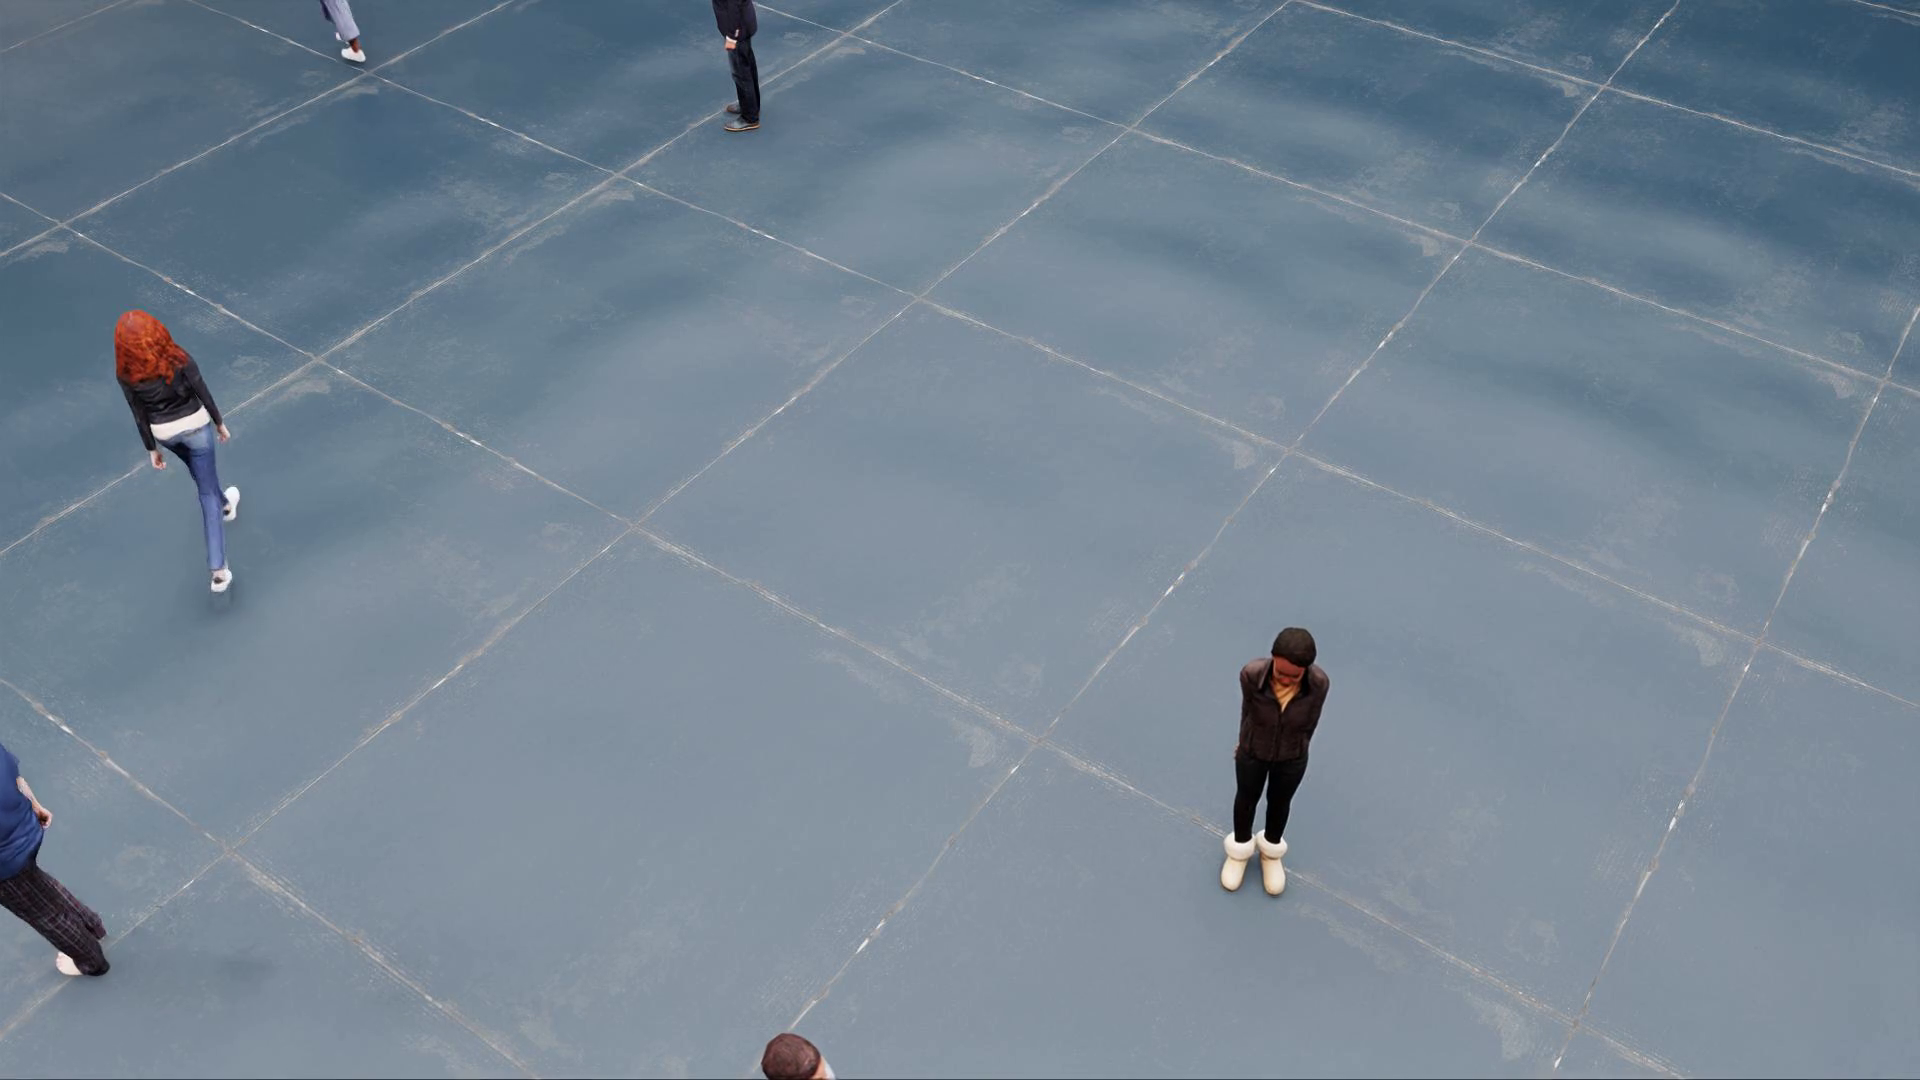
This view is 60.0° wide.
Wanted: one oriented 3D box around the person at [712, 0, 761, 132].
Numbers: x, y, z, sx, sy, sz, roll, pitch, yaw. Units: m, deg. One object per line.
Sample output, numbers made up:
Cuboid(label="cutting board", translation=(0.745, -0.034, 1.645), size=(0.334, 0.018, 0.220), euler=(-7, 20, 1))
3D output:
Cuboid(label="person", translation=(-1.796, -4.198, 13.383), size=(0.790, 1.815, 0.777), euler=(1, 43, 1))

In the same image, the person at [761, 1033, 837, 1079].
Cuboid(label="person", translation=(-0.574, 2.414, 6.265), size=(0.689, 1.865, 0.712), euler=(8, 44, 8))

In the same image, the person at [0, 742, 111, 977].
Cuboid(label="person", translation=(-4.137, 1.378, 7.380), size=(0.811, 1.859, 0.793), euler=(5, 43, 5))

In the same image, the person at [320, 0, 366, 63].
Cuboid(label="person", translation=(-5.372, -4.890, 14.226), size=(0.732, 1.676, 0.551), euler=(26, 49, 25))

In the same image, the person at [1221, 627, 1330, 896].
Cuboid(label="person", translation=(1.488, 0.997, 7.932), size=(0.747, 1.663, 0.687), euler=(-30, 51, -28))

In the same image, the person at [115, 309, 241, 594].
Cuboid(label="person", translation=(-4.400, -0.496, 9.473), size=(1.154, 1.741, 1.243), euler=(-9, 44, -10))
